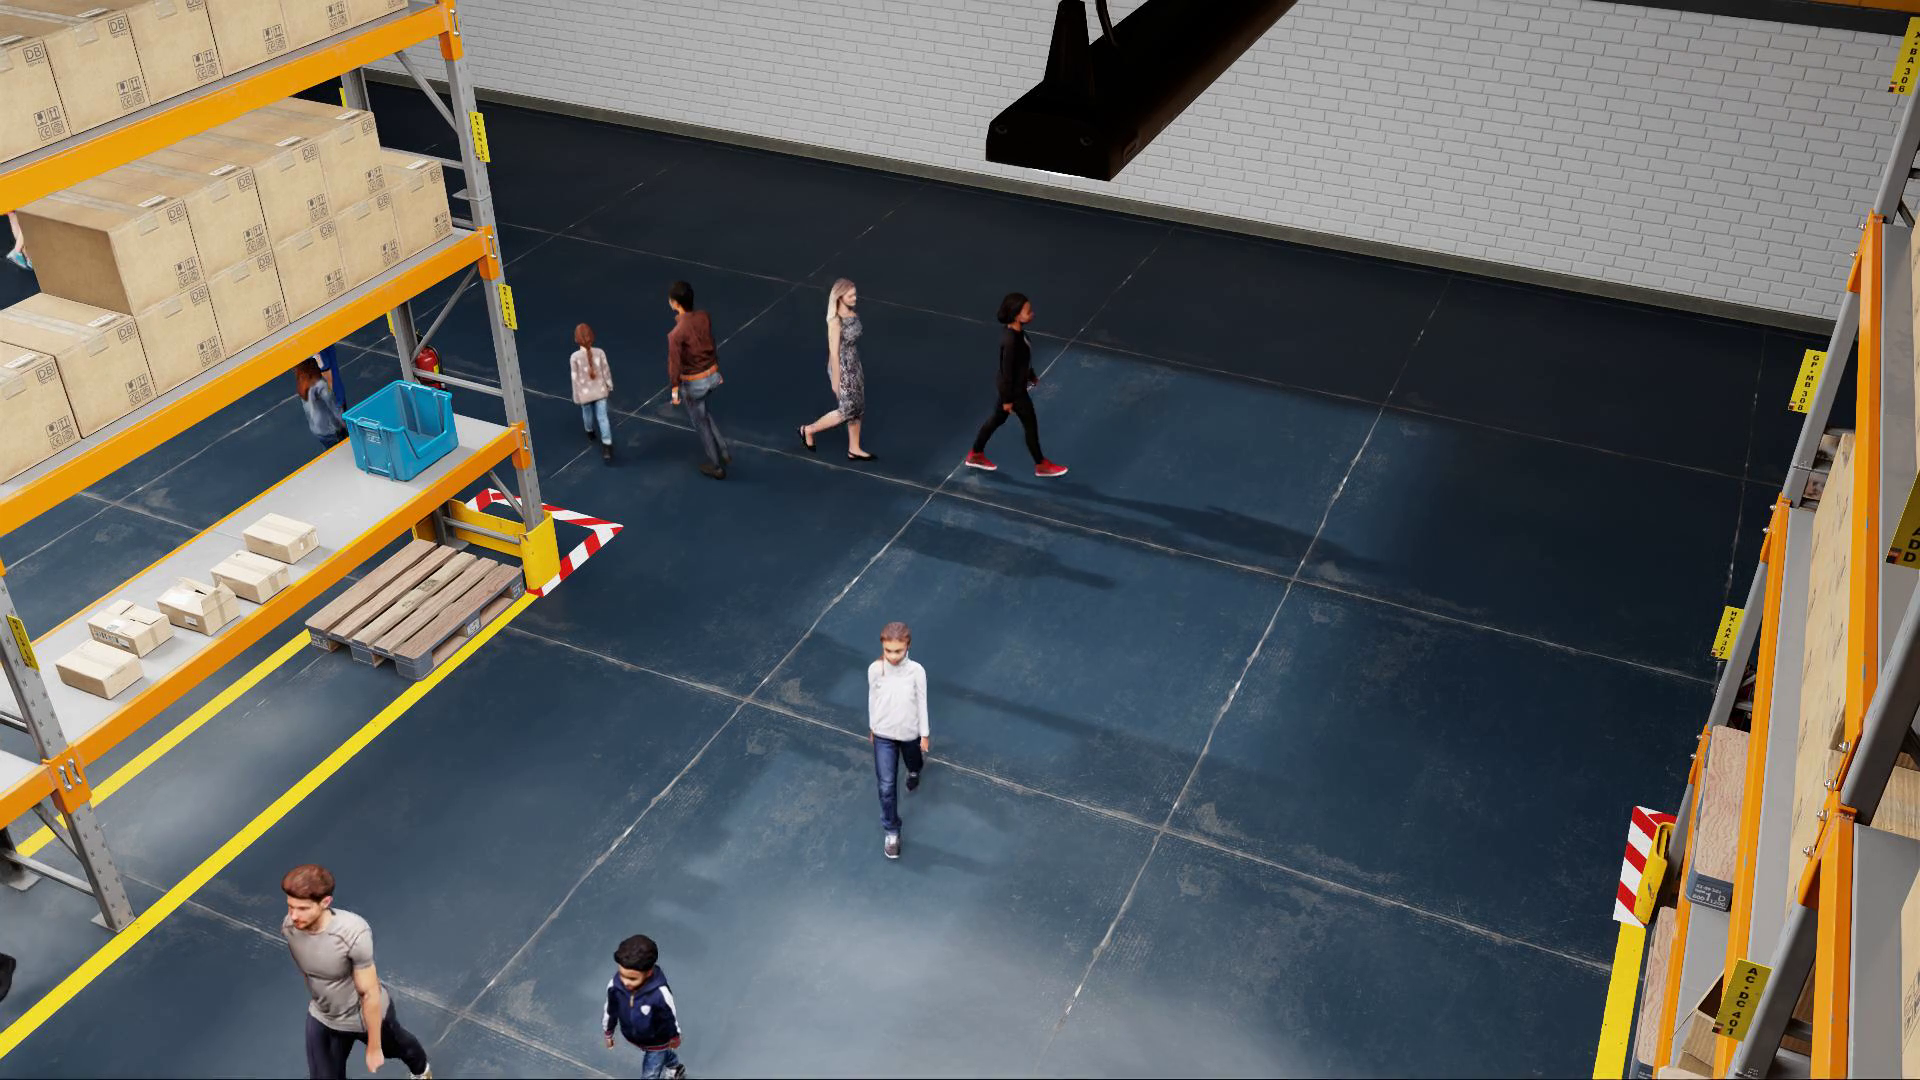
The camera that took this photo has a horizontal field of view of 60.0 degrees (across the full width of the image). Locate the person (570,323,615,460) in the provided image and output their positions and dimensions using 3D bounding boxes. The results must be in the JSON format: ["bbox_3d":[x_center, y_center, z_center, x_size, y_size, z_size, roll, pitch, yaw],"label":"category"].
[{"bbox_3d":[-3.036,-1.214,13.795,0.829,1.175,0.876,-12,36,-18],"label":"person"}]

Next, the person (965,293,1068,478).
[{"bbox_3d":[0.348,-1.226,13.393,0.934,1.640,1.094,2,34,3],"label":"person"}]

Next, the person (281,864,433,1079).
[{"bbox_3d":[-2.884,2.213,8.035,0.818,1.844,1.249,9,35,13],"label":"person"}]

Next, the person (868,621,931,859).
[{"bbox_3d":[-0.357,1.098,9.994,0.786,1.532,1.083,1,34,2],"label":"person"}]

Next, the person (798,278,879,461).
[{"bbox_3d":[-1.030,-1.365,13.561,0.735,1.686,0.846,8,34,12],"label":"person"}]

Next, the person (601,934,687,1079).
[{"bbox_3d":[-1.537,2.415,8.324,0.535,1.187,0.817,14,36,19],"label":"person"}]

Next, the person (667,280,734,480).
[{"bbox_3d":[-2.017,-1.226,13.286,0.761,1.758,0.591,22,39,29],"label":"person"}]
